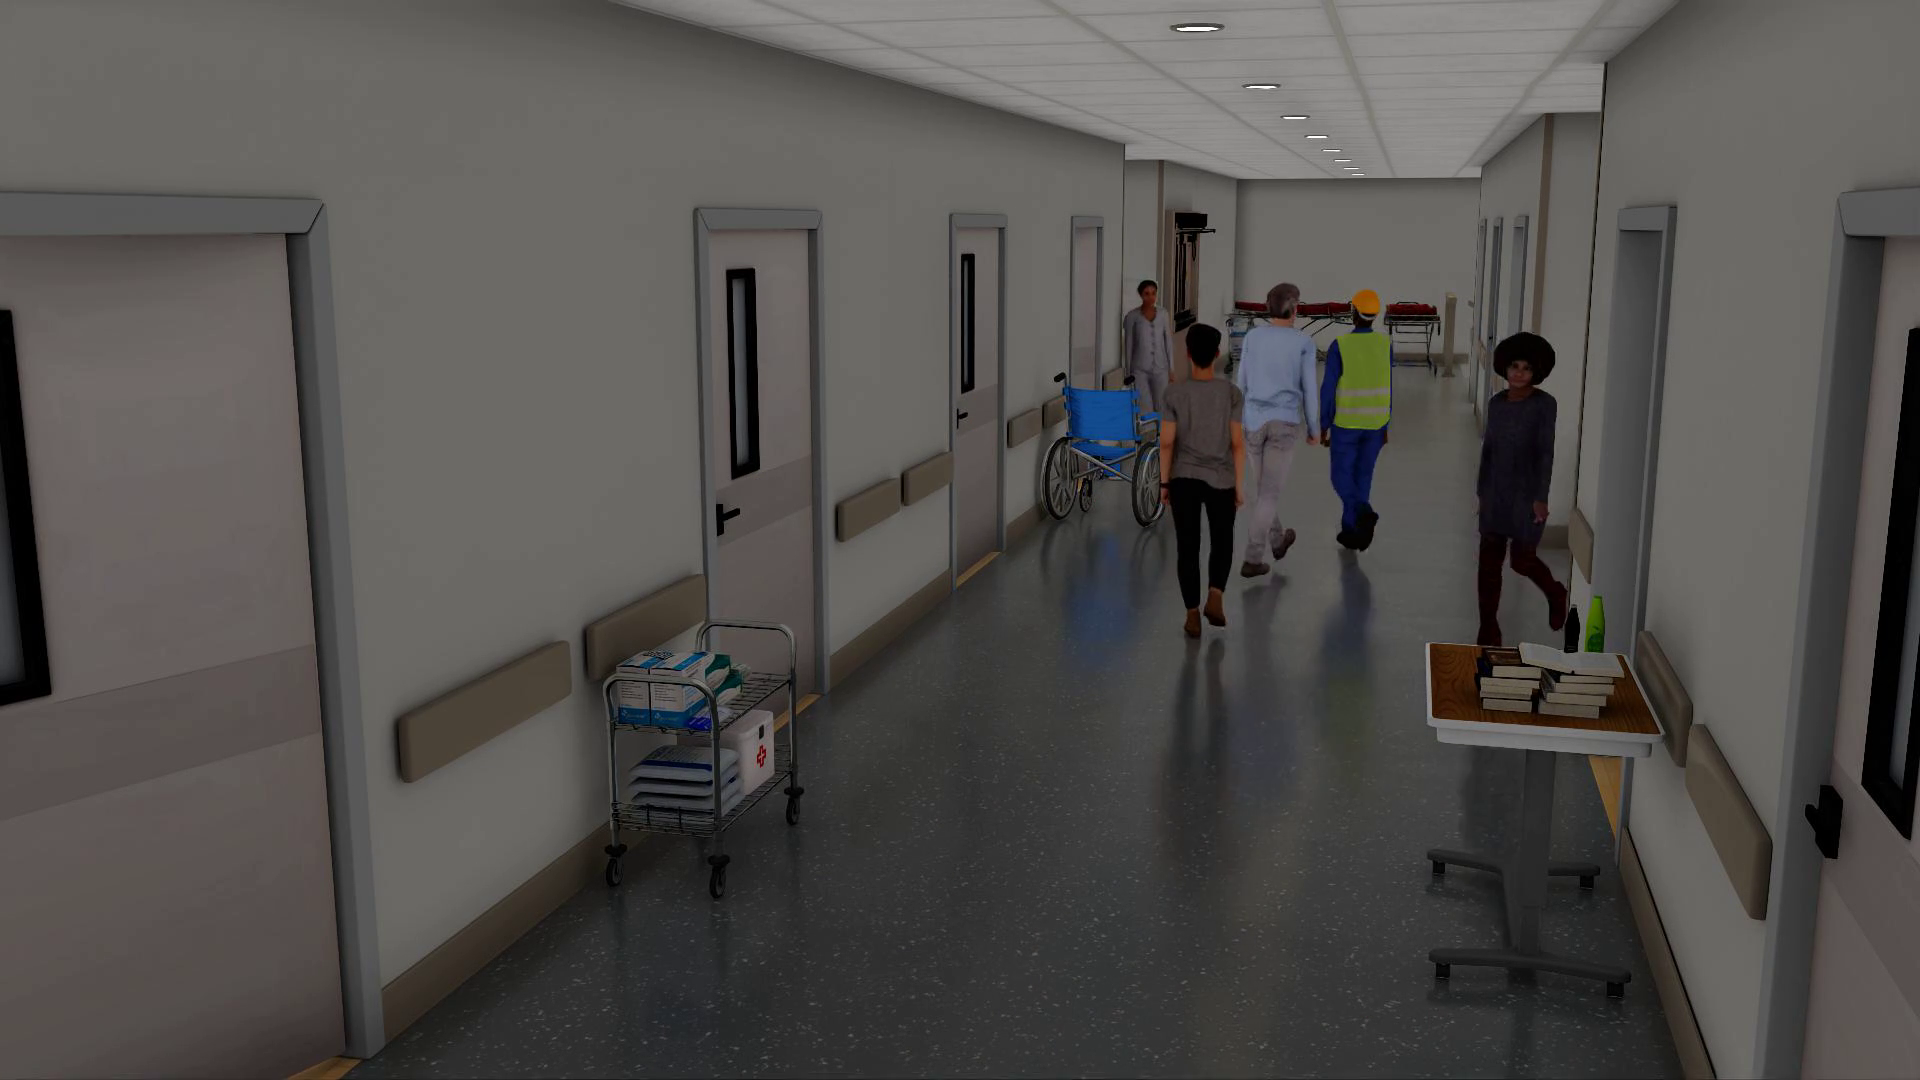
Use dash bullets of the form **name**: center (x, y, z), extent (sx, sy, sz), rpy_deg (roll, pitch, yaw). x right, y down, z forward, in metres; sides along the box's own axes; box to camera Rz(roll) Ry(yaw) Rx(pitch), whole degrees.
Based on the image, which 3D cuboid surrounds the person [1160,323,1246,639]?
- **person**: center (1.318, -0.308, 9.040), extent (0.648, 1.716, 0.640), rpy_deg (2, 11, 8)

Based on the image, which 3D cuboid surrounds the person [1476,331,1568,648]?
- **person**: center (2.918, -0.208, 8.557), extent (0.967, 1.700, 0.879), rpy_deg (-6, 12, -28)

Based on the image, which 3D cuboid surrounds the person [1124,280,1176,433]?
- **person**: center (1.781, -1.636, 16.061), extent (0.922, 1.708, 1.082), rpy_deg (-2, 11, -12)

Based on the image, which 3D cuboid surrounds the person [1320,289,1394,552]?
- **person**: center (2.731, -0.781, 11.318), extent (0.922, 1.795, 1.124), rpy_deg (-2, 11, -8)

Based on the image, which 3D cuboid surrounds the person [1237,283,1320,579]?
- **person**: center (1.944, -0.663, 10.584), extent (0.923, 1.838, 1.254), rpy_deg (7, 13, 32)
